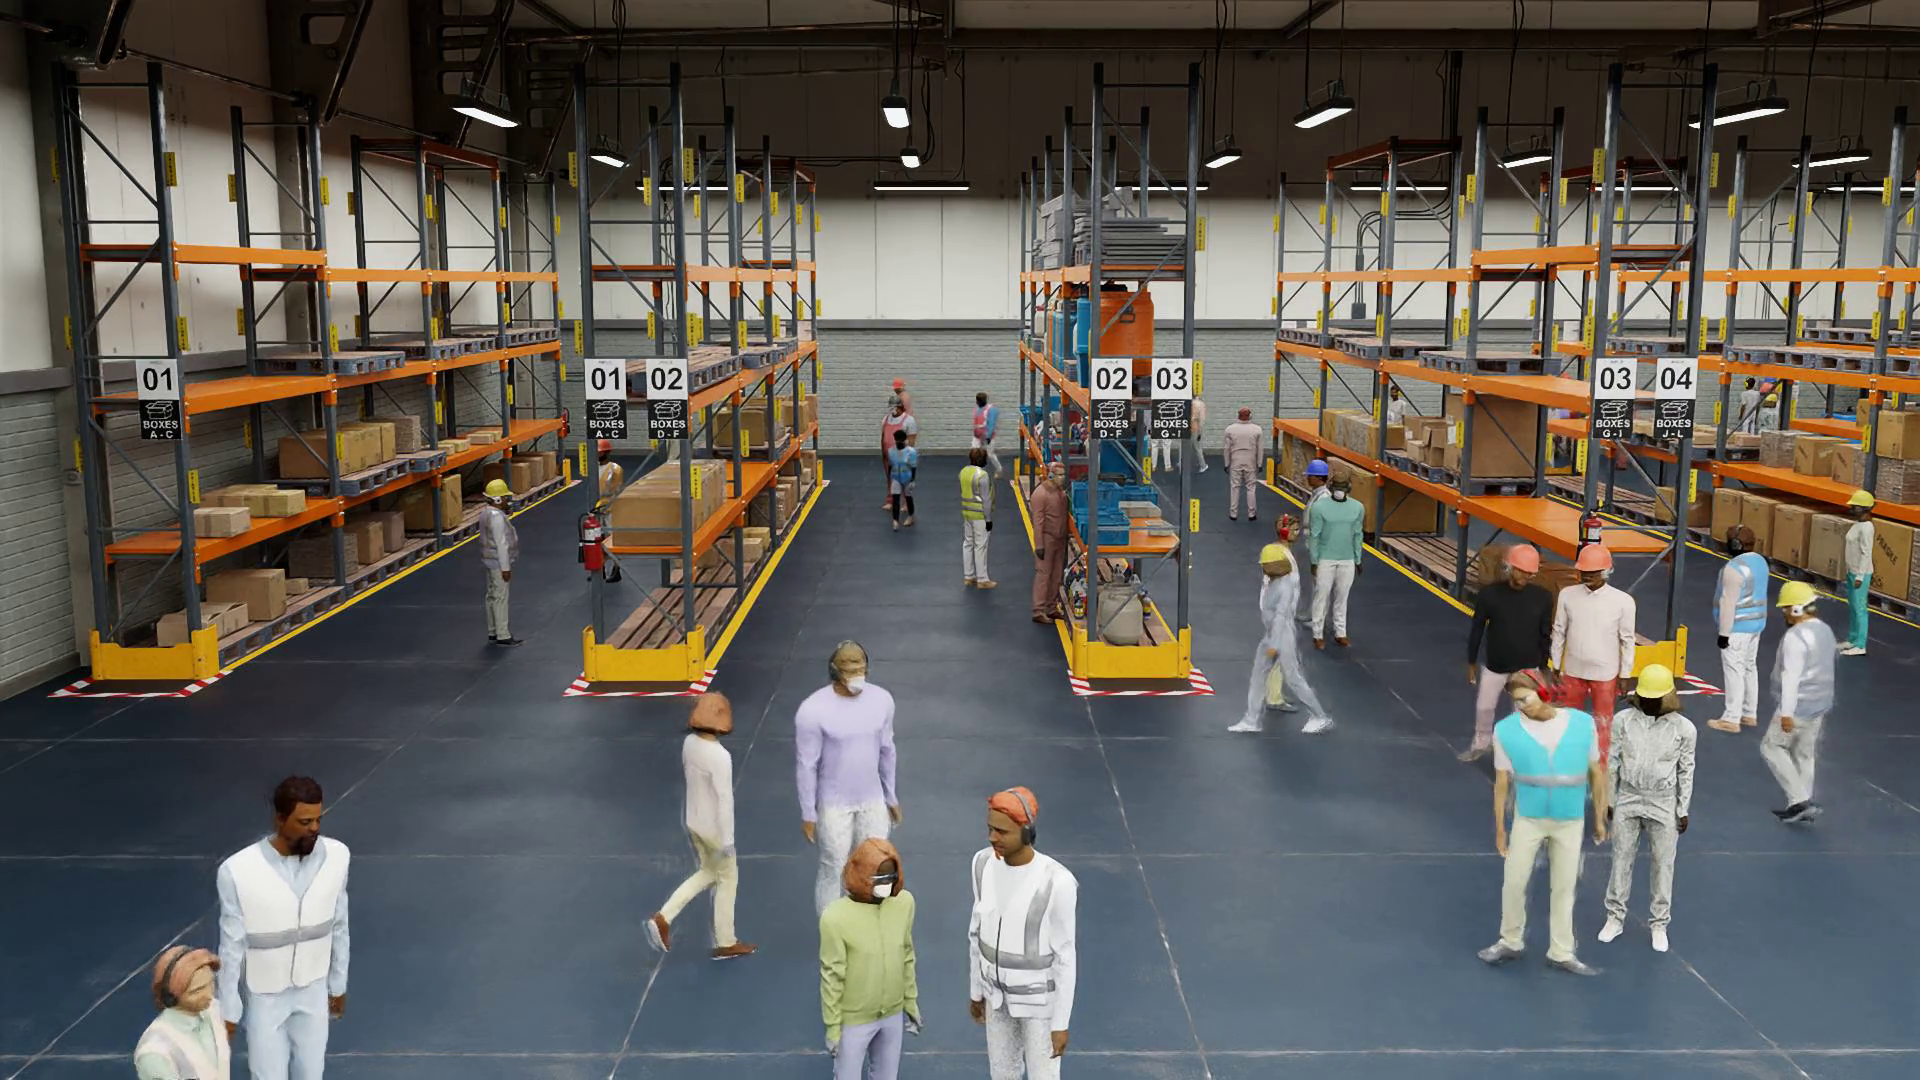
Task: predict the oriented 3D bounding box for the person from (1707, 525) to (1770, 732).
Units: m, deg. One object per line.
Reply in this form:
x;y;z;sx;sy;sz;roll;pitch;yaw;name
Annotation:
6.924;0.781;14.806;0.625;1.834;0.432;-7;11;-39;person

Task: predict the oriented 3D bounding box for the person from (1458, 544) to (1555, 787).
4.395;0.952;13.329;0.645;1.955;0.801;3;9;16;person

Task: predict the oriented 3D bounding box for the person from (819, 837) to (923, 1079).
-0.382;2.064;7.170;0.498;1.633;0.279;-7;11;-39;person

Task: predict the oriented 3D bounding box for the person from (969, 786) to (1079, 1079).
0.254;1.957;7.082;0.578;1.879;0.349;8;12;43;person

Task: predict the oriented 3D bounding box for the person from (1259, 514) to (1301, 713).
2.976;0.668;15.472;0.375;1.843;0.575;1;9;6;person

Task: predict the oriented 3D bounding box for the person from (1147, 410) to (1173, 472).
4.230;-2.347;34.885;0.622;1.844;0.429;4;10;24;person

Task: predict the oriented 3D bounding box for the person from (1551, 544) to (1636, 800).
4.852;1.008;12.811;0.619;1.990;0.395;7;12;40;person

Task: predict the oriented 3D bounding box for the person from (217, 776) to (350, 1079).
-2.932;1.929;7.199;0.492;1.895;0.633;8;12;41;person

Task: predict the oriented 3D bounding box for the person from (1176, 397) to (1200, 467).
4.975;-2.450;35.610;0.617;1.817;0.608;5;10;30;person

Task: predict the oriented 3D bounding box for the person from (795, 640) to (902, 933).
-0.647;1.526;9.667;0.644;1.938;0.366;-5;10;-31;person

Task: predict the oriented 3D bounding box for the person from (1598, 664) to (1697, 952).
4.101;1.585;9.928;0.484;1.735;0.310;5;10;30;person

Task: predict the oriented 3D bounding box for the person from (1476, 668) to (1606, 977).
3.382;1.613;9.550;0.673;1.806;0.388;2;9;10;person

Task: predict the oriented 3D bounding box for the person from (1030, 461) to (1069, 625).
1.083;0.027;19.446;0.401;1.900;0.647;6;11;33;person

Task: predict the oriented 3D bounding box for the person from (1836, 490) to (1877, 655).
9.578;0.349;17.772;0.304;1.772;0.528;2;9;16;person

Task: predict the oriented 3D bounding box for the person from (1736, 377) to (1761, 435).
17.523;-2.691;36.999;0.520;1.873;0.328;-3;9;-16;person

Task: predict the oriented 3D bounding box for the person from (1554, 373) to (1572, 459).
13.586;-2.791;37.432;0.542;1.938;0.358;2;9;11;person

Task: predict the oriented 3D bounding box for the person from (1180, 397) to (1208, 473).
4.805;-2.278;34.371;0.587;1.862;0.952;5;10;27;person

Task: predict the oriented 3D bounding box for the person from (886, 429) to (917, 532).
-0.915;-0.990;26.793;0.534;1.644;0.857;2;9;13;person

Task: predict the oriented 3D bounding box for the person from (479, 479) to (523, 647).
-5.036;0.250;18.199;0.403;1.834;0.588;-5;10;-31;person

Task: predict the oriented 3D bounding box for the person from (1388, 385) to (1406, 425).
8.981;-2.268;34.342;0.336;1.858;0.505;-7;11;-37;person

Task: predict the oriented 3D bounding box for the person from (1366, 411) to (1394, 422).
7.808;-1.793;31.055;0.548;1.928;0.388;1;9;5;person

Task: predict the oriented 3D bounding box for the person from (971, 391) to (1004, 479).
0.513;-2.068;33.208;0.635;1.814;0.819;8;12;41;person

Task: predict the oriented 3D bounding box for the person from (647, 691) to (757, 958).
-1.506;1.683;9.695;0.565;1.614;0.498;-6;11;-35;person

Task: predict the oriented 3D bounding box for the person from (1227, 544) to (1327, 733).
2.840;0.868;14.644;0.854;1.703;0.493;-2;9;-10;person

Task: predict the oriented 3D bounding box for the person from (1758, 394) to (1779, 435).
16.309;-2.090;33.584;0.317;1.733;0.490;0;9;-1;person

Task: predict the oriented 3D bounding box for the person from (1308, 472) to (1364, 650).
4.079;0.225;18.040;0.627;1.936;0.374;-2;9;-11;person

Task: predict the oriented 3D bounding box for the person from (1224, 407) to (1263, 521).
4.731;-1.273;27.761;0.651;1.906;0.403;2;9;10;person

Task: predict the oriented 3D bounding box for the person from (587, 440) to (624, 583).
-4.710;-0.399;22.040;0.543;1.939;0.370;4;10;27;person

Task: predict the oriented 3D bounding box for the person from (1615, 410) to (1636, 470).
13.923;-2.433;35.284;0.652;1.883;0.711;-4;10;-25;person

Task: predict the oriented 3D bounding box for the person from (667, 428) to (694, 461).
-4.639;-1.228;27.198;0.622;1.990;0.391;-8;12;-42;person

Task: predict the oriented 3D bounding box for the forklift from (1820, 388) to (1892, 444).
20.072;-3.110;36.462;1.873;2.768;1.129;0;9;0;forklift

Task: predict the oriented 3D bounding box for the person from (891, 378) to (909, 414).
-1.263;-2.437;35.078;0.471;1.958;0.657;-4;10;-22;person

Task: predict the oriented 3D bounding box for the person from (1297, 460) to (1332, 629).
4.118;0.045;19.148;0.387;1.949;0.602;0;9;3;person

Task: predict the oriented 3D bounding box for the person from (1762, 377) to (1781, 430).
18.259;-2.762;37.322;0.683;1.907;0.575;-8;12;-43;person

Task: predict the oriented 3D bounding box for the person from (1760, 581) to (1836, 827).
6.126;1.205;12.179;0.619;1.797;0.462;-7;11;-37;person

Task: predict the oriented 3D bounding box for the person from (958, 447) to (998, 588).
0.241;-0.295;21.678;0.429;1.845;0.621;-6;11;-33;person

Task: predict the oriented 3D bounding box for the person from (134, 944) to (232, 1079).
-2.768;2.241;6.053;0.390;1.620;0.503;1;9;6;person

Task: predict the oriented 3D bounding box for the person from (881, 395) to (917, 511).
-1.110;-1.515;28.888;0.681;2.000;0.535;5;10;28;person
